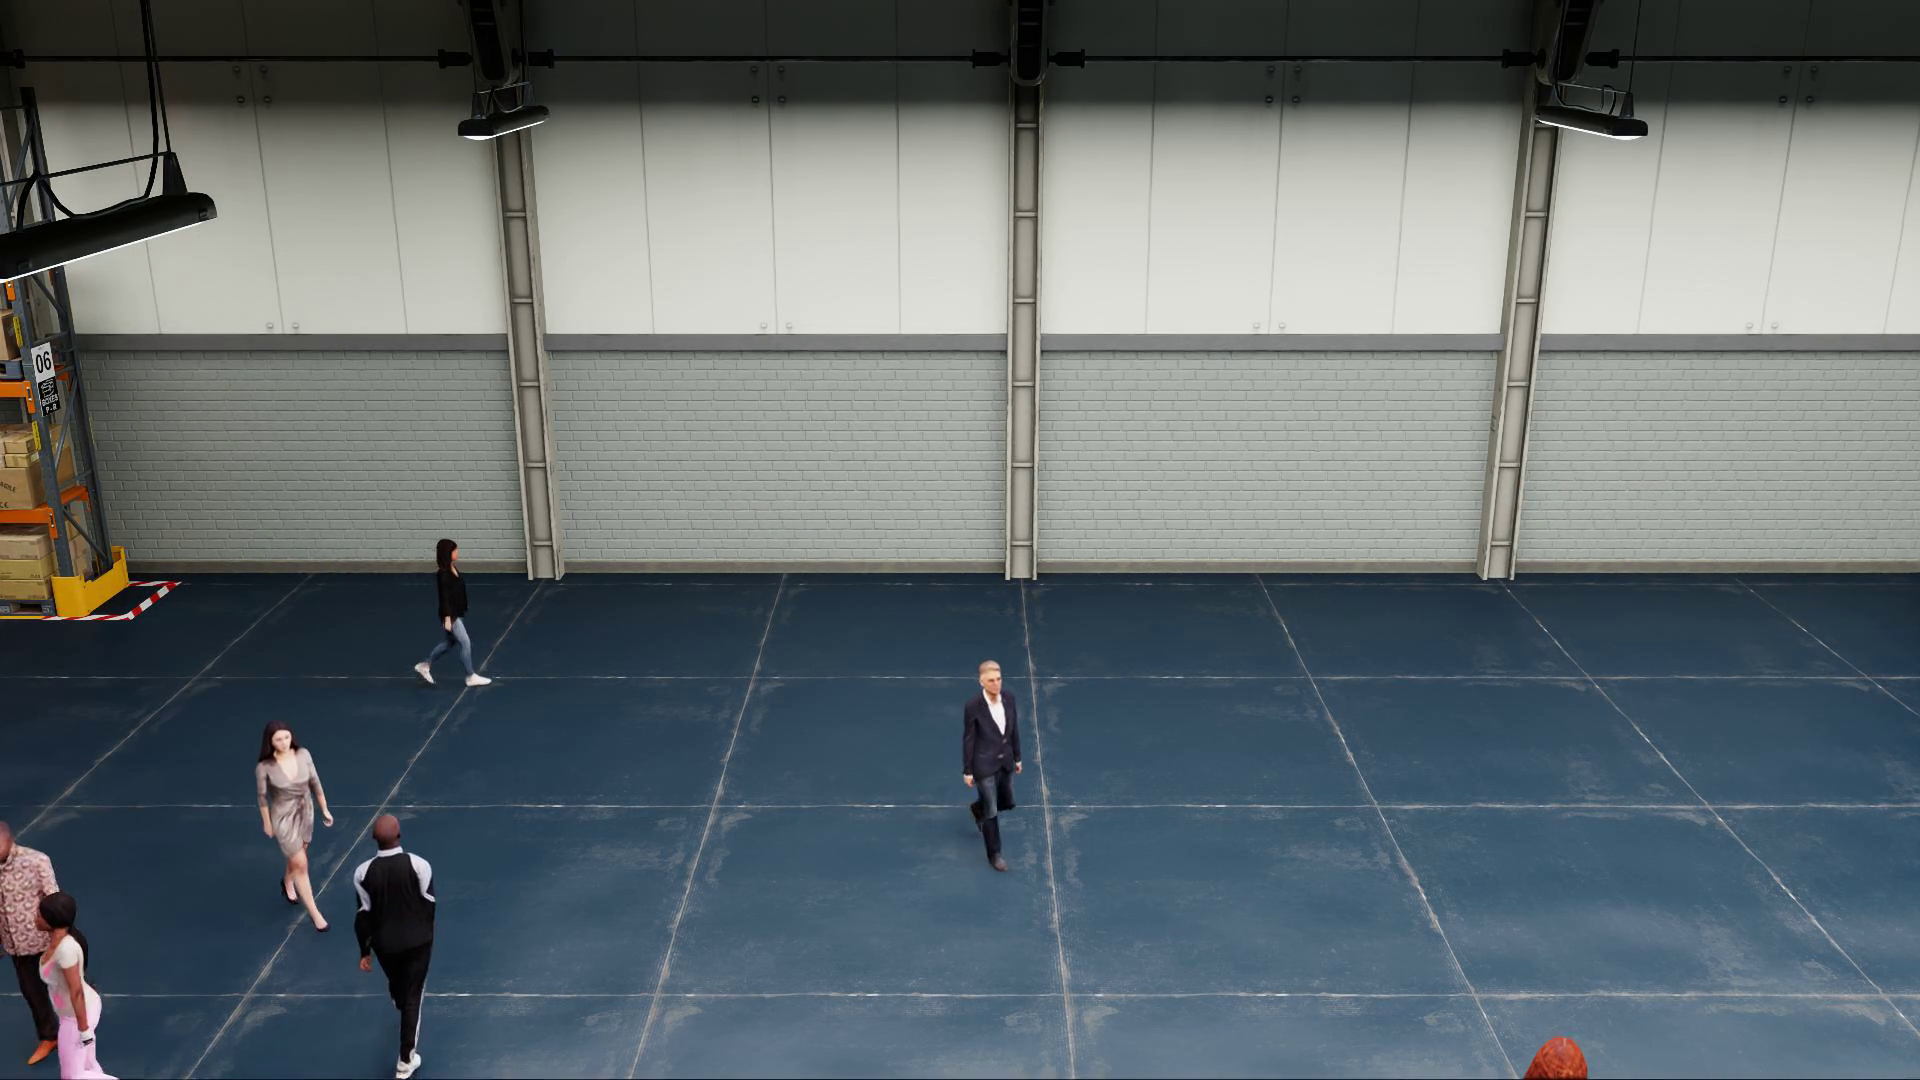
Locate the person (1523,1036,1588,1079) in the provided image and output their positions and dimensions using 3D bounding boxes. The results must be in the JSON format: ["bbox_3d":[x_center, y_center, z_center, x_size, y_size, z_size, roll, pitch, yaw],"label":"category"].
[{"bbox_3d":[3.149,3.447,8.949,0.556,1.787,0.699,5,19,15],"label":"person"}]

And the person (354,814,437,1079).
[{"bbox_3d":[-3.751,2.737,11.127,1.082,1.789,0.747,-1,18,-4],"label":"person"}]

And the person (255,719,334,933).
[{"bbox_3d":[-5.234,2.177,12.987,1.134,1.700,1.040,16,24,40],"label":"person"}]

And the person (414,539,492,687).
[{"bbox_3d":[-5.389,0.782,17.394,1.039,1.624,0.678,-3,18,-9],"label":"person"}]

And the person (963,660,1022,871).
[{"bbox_3d":[0.249,1.824,13.916,1.043,1.797,1.027,-10,20,-27],"label":"person"}]

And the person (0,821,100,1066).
[{"bbox_3d":[-6.286,2.659,11.370,0.792,1.785,0.817,1,18,2],"label":"person"}]

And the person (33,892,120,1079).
[{"bbox_3d":[-5.453,2.983,10.471,0.831,1.726,0.732,-8,20,-24],"label":"person"}]
